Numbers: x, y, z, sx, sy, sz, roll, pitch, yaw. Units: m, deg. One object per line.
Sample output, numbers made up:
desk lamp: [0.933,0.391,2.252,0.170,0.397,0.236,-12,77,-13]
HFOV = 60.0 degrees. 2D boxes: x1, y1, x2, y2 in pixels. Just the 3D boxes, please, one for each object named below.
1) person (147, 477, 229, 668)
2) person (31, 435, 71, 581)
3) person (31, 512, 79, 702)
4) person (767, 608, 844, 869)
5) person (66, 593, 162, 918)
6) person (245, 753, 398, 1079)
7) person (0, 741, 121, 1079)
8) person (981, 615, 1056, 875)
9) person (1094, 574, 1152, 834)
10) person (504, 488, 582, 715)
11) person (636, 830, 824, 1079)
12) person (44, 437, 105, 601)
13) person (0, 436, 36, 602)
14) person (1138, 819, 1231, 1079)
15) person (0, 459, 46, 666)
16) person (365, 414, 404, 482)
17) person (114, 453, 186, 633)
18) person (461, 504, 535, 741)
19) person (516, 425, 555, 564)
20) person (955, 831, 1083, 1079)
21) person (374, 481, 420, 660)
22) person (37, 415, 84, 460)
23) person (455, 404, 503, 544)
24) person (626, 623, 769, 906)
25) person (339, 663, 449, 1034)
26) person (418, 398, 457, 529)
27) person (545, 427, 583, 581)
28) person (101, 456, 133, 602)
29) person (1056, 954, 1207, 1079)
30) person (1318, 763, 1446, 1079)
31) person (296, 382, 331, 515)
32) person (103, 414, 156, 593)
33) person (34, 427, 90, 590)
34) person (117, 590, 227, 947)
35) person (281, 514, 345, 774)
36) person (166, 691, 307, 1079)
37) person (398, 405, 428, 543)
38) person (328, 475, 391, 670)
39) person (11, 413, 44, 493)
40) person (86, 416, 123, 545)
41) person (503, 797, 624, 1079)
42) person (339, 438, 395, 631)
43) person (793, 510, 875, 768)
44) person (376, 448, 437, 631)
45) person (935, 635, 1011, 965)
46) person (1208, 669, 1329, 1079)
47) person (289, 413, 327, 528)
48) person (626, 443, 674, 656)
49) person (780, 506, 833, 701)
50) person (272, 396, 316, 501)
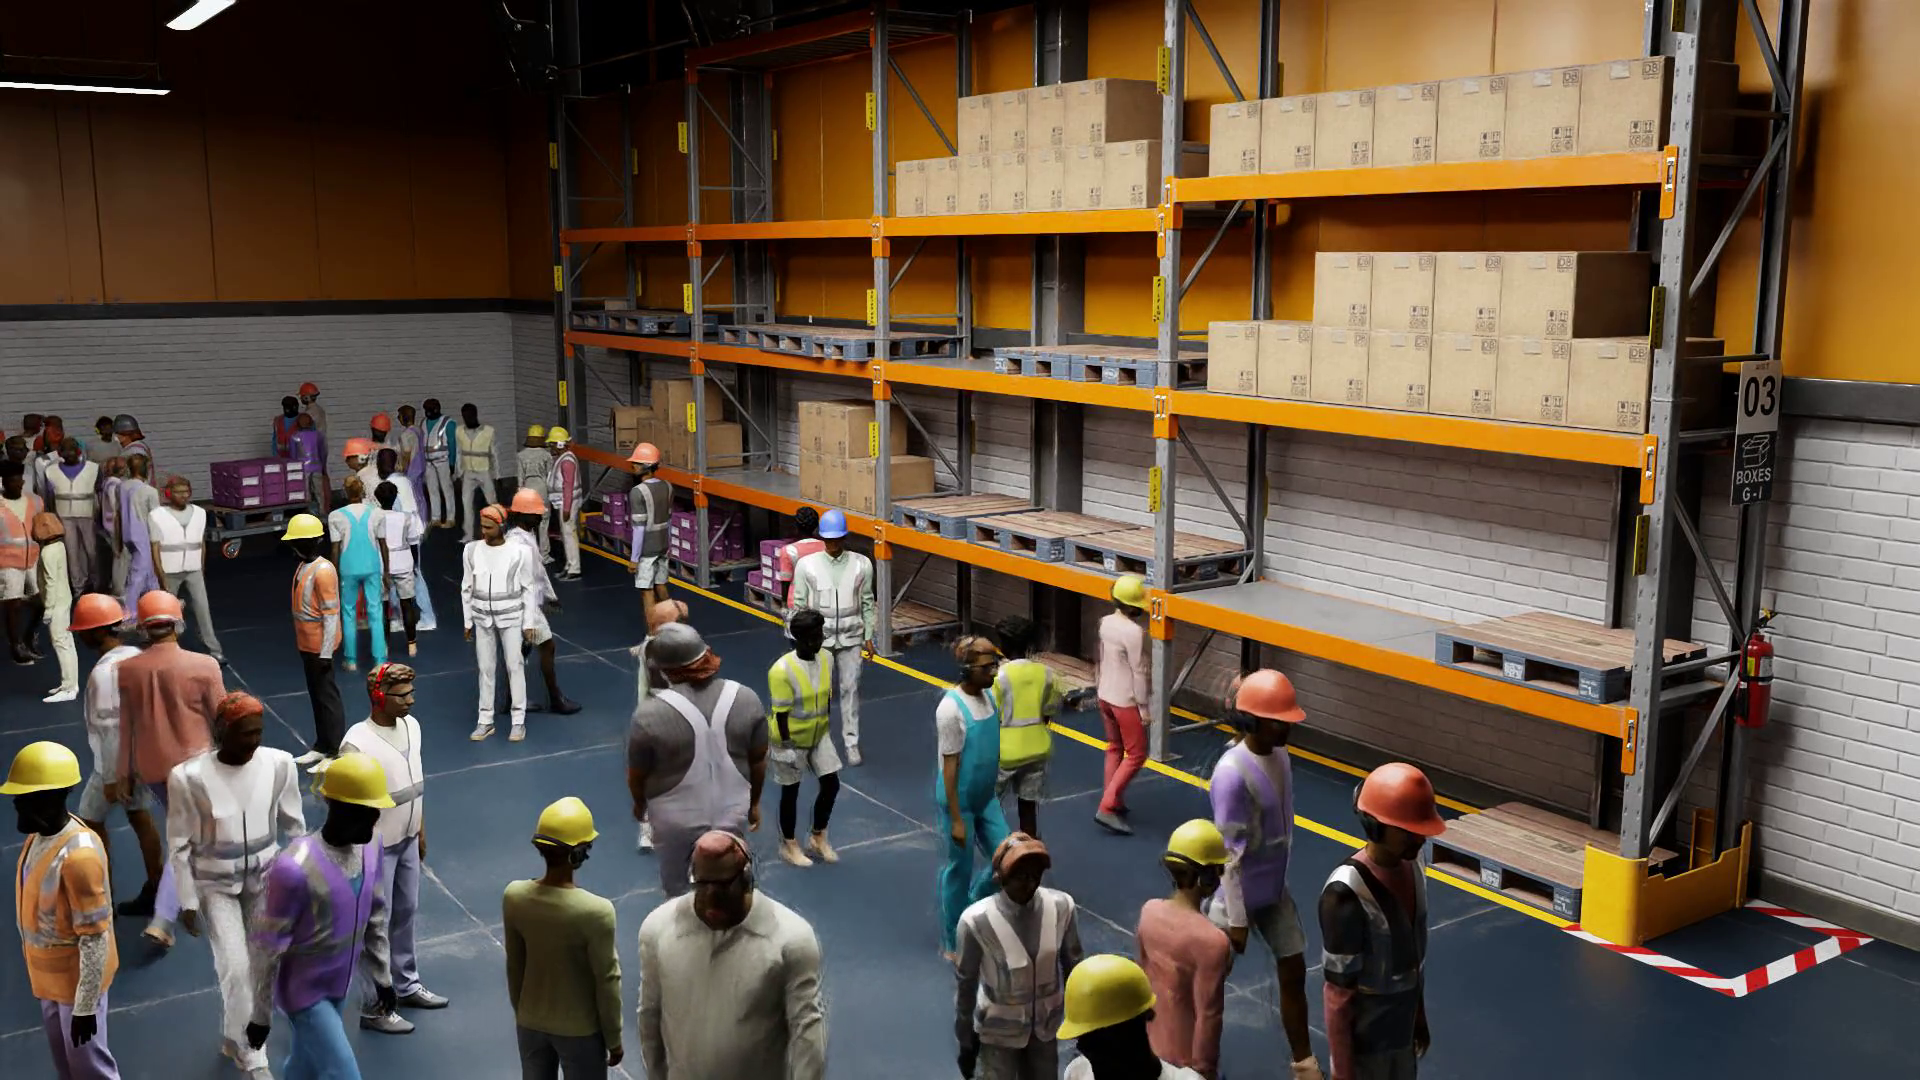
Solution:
person: [-7.158,0.309,15.311,0.954,1.797,0.574,8,12,39]
person: [-10.541,-0.347,19.302,0.339,1.748,0.563,-2,10,-9]
person: [-7.774,0.569,14.274,0.280,1.633,0.503,-3,10,-19]
person: [-0.955,1.234,10.252,0.536,1.675,0.487,-9,13,-44]
person: [-4.888,1.240,9.477,0.608,1.917,0.586,0,10,-2]
person: [-2.455,1.759,6.569,0.806,1.872,0.592,2,10,9]
person: [-3.541,1.730,6.589,0.588,1.930,0.359,9,13,44]
person: [0.334,1.284,9.957,0.556,1.662,0.455,-6,11,-30]
person: [1.053,1.067,11.031,0.362,1.741,0.628,-4,10,-22]
person: [-3.508,0.515,13.762,0.653,1.909,0.586,-2,10,-11]
person: [-0.803,1.908,5.758,0.671,1.850,0.983,0,10,3]
person: [-9.777,-0.234,18.419,0.571,1.832,0.439,-3,10,-19]
person: [-10.424,-0.239,18.429,0.347,1.838,0.507,3,10,17]
person: [0.807,1.899,6.139,0.501,1.733,0.541,-6,11,-31]
person: [-8.737,0.209,15.454,0.432,1.945,0.645,6,11,31]
person: [-7.200,-0.643,20.661,0.553,1.894,0.961,-4,11,-24]
person: [-8.305,0.007,17.068,0.542,1.797,0.942,4,10,22]
person: [-3.630,0.648,13.073,0.572,1.886,0.355,1,10,4]
person: [-5.245,-0.564,20.638,0.487,1.733,0.328,1,10,6]
person: [0.238,1.913,6.393,0.522,1.634,0.384,-5,11,-27]
person: [-5.382,0.287,15.737,0.542,1.697,0.316,-5,11,-27]
person: [-11.313,-0.669,20.961,0.448,1.823,0.596,8,12,38]
person: [-6.425,-0.878,22.090,0.678,1.857,0.923,1,10,8]
person: [-1.334,1.351,8.487,0.767,2.000,0.590,-5,11,-29]
person: [-2.830,1.501,8.215,0.394,1.836,0.560,2,10,14]
person: [-7.350,-1.077,23.371,0.636,1.831,0.429,4,10,21]
person: [-4.651,-0.426,19.573,0.405,1.824,0.591,-4,10,-20]
person: [-9.241,-0.117,18.331,0.381,1.625,0.536,-4,11,-23]
person: [0.570,2.068,4.722,0.632,1.884,0.668,9,13,42]
person: [1.533,1.777,6.030,0.409,2.029,0.613,8,13,40]
person: [-9.347,-1.280,24.066,0.393,1.995,0.612,-1,10,-3]
person: [-9.413,-0.417,18.864,0.538,2.000,0.689,-3,10,-18]
person: [-10.251,-0.359,18.984,0.337,1.882,0.585,5,11,27]
person: [-4.417,1.258,9.305,0.627,1.953,0.993,0,10,-1]
person: [-4.772,0.758,12.300,0.366,1.926,0.594,-7,12,-36]
person: [-3.256,1.598,7.596,0.611,1.845,0.828,-9,13,-44]
person: [-7.307,-0.880,22.159,0.345,1.846,0.508,1,10,7]
person: [-5.516,0.319,15.260,0.541,1.814,0.694,-6,11,-30]
person: [-11.918,-0.729,21.374,0.592,1.807,0.756,0,10,1]
person: [-10.910,-0.710,21.271,0.927,1.820,0.555,8,13,40]
person: [-1.509,1.849,6.400,0.524,1.759,0.339,4,11,24]
person: [-6.134,-0.052,16.916,0.765,1.965,0.664,-6,12,-33]
person: [-0.933,0.733,12.386,0.615,1.945,0.406,-2,10,-11]
person: [-5.648,0.004,16.876,0.660,1.873,0.609,0,10,2]
person: [0.069,1.402,8.798,0.411,1.829,0.518,7,12,37]
person: [1.288,1.543,7.519,1.055,1.997,0.627,8,12,38]
person: [-9.095,-0.957,23.219,0.310,1.636,0.523,9,13,43]
person: [-2.965,0.092,15.856,0.357,2.047,0.614,4,10,22]
person: [-1.289,0.554,14.192,0.531,1.691,0.318,-5,11,-26]
person: [-9.450,-1.122,23.585,0.619,1.845,0.430,1,10,6]
